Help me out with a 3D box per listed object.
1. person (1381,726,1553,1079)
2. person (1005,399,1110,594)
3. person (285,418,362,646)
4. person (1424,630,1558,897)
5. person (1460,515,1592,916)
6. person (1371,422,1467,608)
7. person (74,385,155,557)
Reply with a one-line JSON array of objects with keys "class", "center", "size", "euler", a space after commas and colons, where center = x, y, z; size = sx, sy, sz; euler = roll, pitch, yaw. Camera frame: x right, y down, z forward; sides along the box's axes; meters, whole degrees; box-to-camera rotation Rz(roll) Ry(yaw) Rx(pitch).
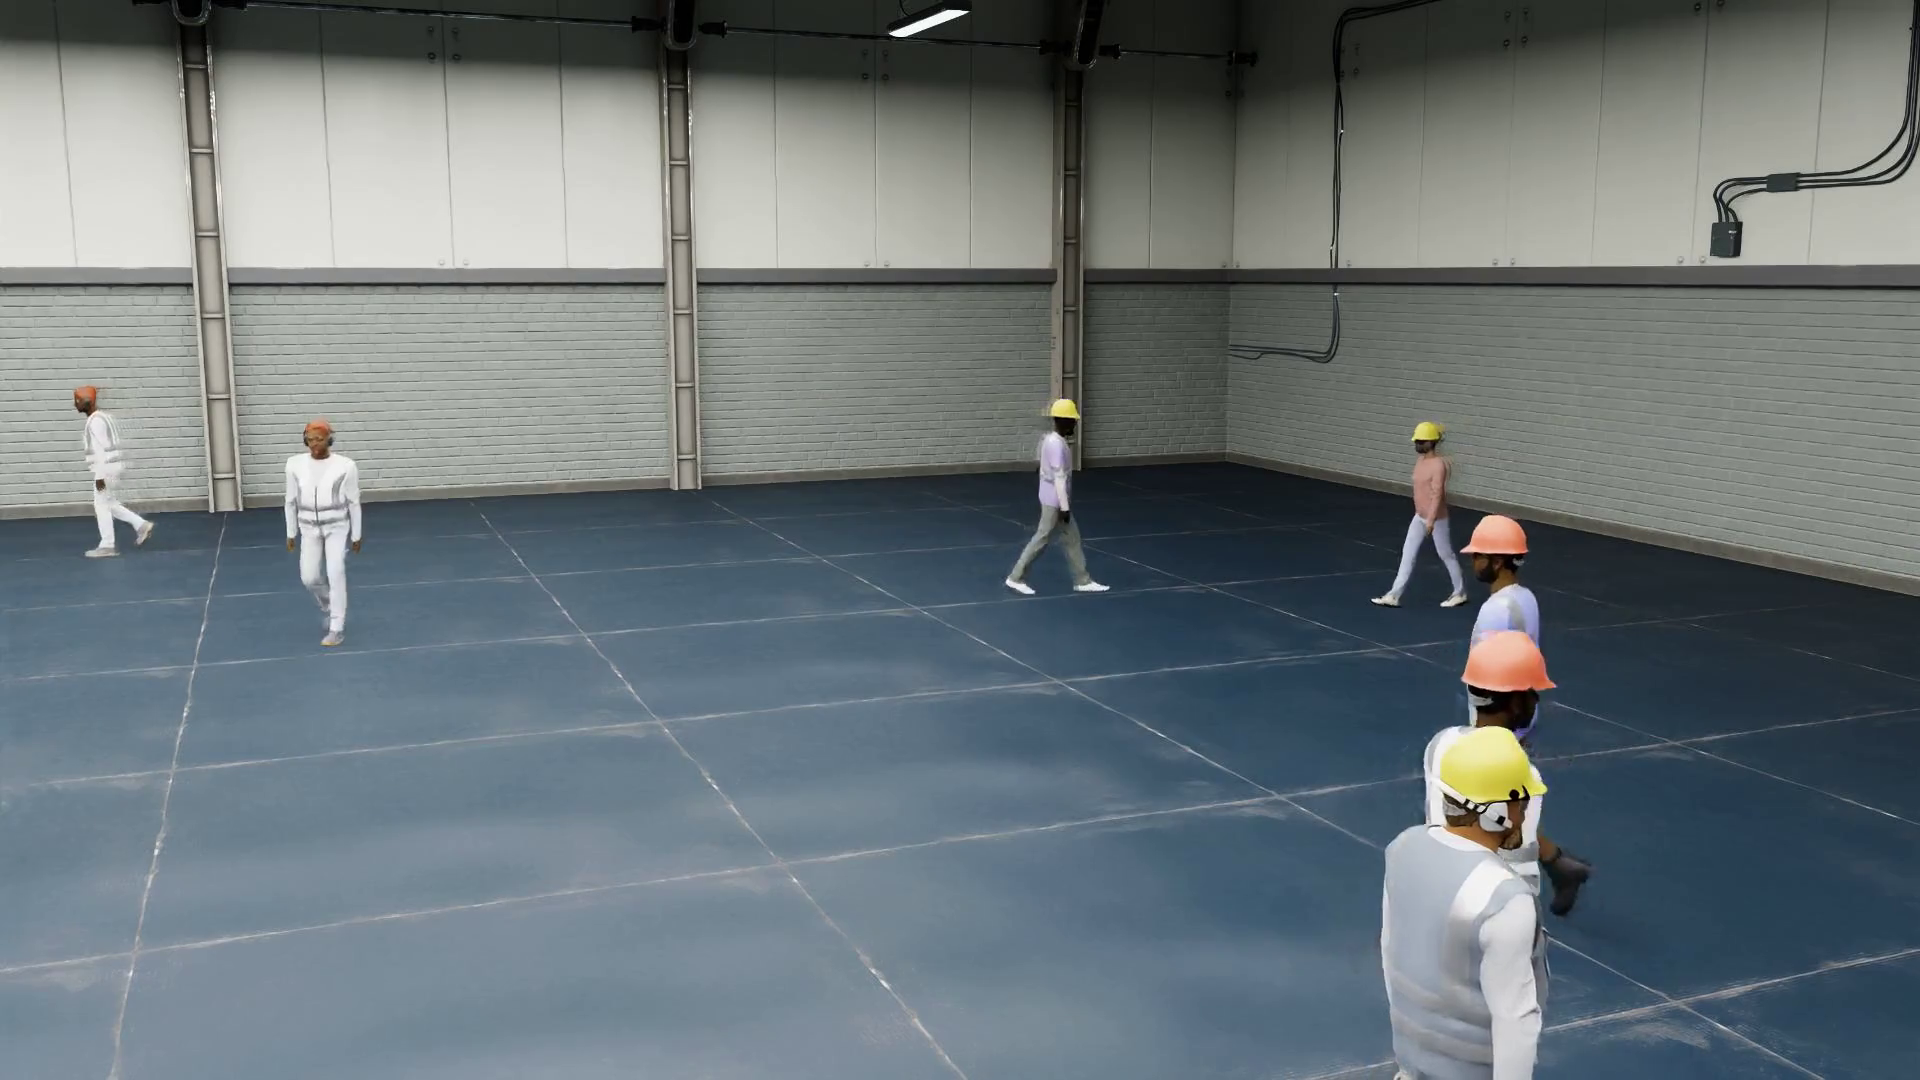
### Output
[{"class": "person", "center": [1.384, 1.404, 4.553], "size": [0.404, 1.833, 0.591], "euler": [-3, 9, -17]}, {"class": "person", "center": [0.897, -0.406, 15.795], "size": [0.994, 1.882, 0.608], "euler": [1, 9, 4]}, {"class": "person", "center": [-5.224, -0.077, 13.710], "size": [0.616, 1.875, 0.524], "euler": [-1, 9, -3]}, {"class": "person", "center": [1.604, 1.238, 5.371], "size": [0.764, 1.918, 0.549], "euler": [-2, 9, -14]}, {"class": "person", "center": [2.596, 0.843, 7.811], "size": [0.698, 1.923, 0.564], "euler": [5, 10, 30]}, {"class": "person", "center": [4.242, -0.216, 15.087], "size": [0.930, 1.710, 0.534], "euler": [-2, 9, -13]}, {"class": "person", "center": [-9.176, -0.750, 18.003], "size": [0.625, 1.867, 0.586], "euler": [-5, 10, -26]}]
